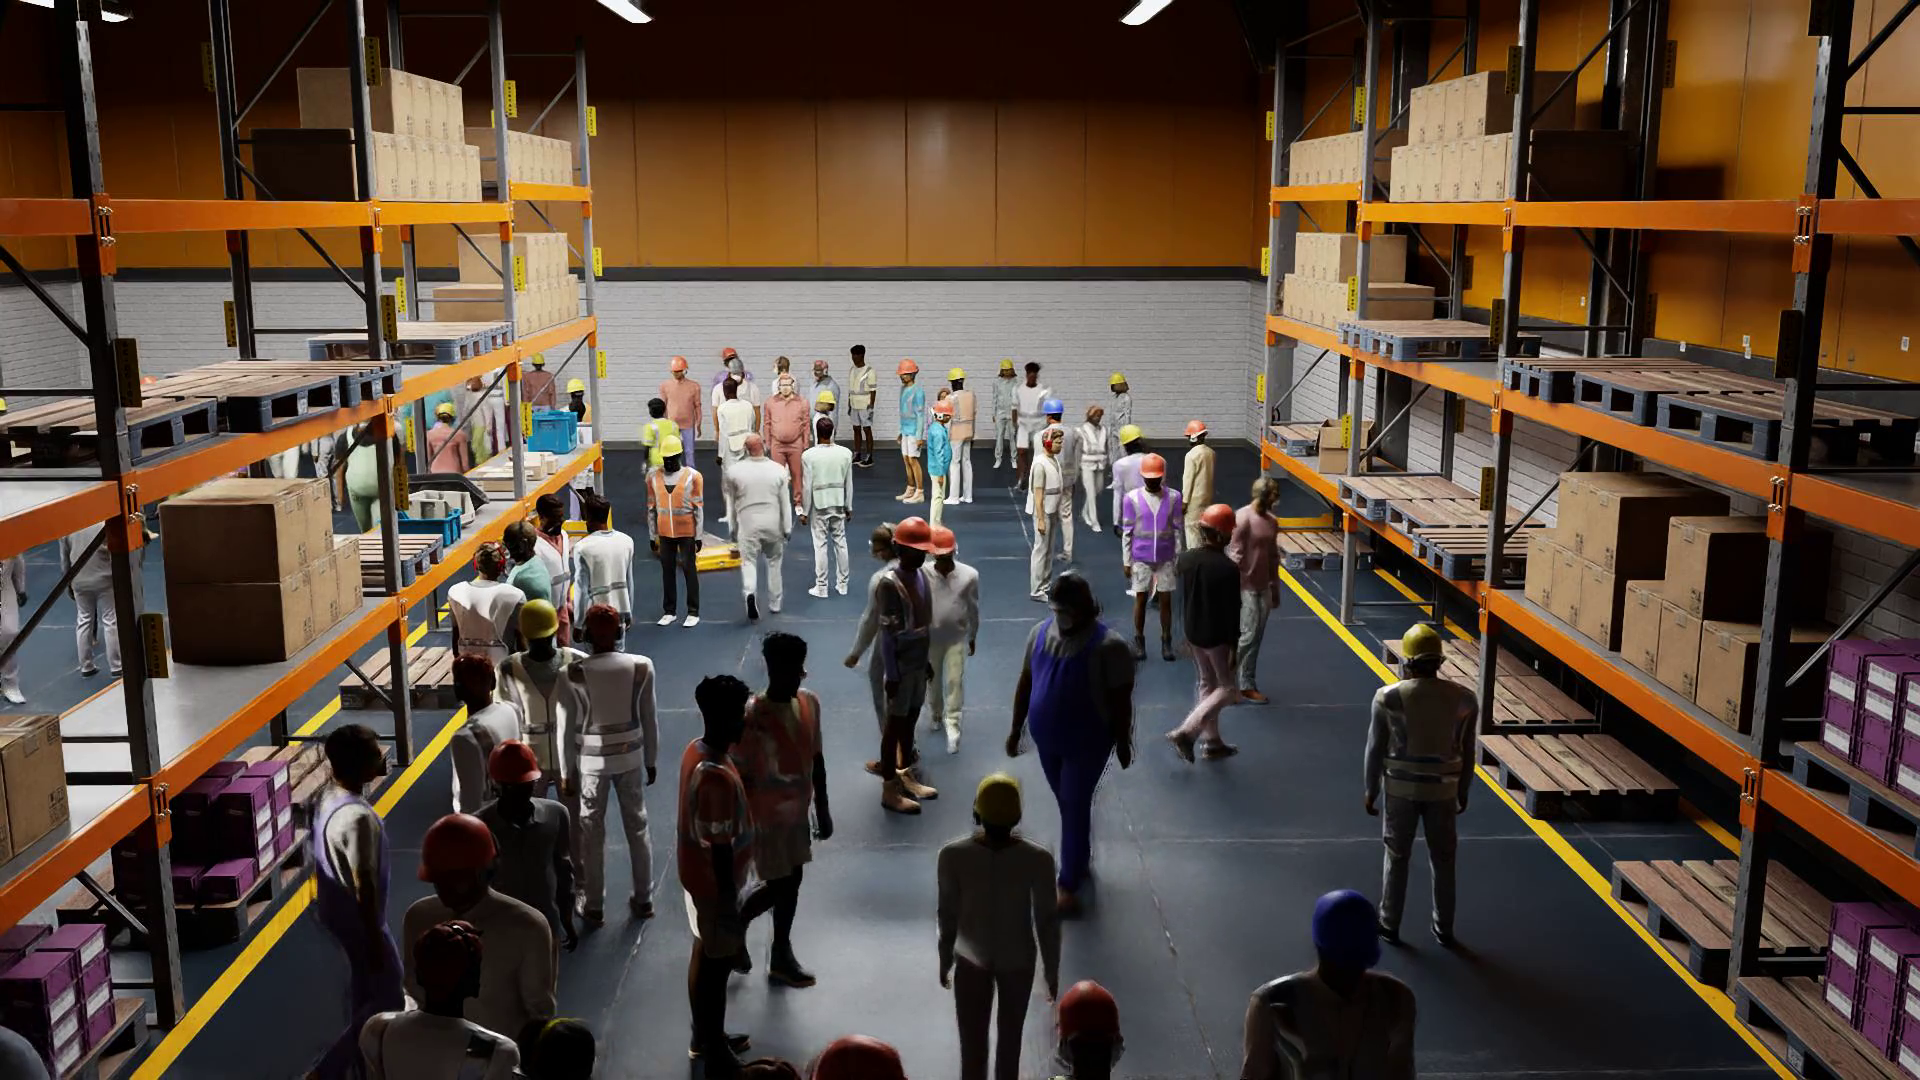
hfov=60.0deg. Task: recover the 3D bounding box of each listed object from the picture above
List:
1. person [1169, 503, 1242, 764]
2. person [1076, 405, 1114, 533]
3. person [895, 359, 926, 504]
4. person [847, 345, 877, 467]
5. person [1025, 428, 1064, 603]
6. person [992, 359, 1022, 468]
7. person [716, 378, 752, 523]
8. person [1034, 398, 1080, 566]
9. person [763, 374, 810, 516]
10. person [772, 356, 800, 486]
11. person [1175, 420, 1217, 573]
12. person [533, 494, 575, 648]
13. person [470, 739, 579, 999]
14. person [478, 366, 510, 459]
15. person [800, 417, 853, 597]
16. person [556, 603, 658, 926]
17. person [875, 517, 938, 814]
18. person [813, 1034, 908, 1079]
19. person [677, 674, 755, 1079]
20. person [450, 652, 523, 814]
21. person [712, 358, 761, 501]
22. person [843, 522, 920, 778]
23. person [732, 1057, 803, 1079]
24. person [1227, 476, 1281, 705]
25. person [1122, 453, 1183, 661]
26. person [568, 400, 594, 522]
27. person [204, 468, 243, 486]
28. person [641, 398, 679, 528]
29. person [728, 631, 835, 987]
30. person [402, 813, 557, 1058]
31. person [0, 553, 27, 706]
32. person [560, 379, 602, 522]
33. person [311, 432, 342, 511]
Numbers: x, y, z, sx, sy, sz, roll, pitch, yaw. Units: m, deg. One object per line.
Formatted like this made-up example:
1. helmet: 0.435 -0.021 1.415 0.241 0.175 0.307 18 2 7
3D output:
1. person: 1.821 0.705 12.255 0.634 1.974 0.632 -7 13 -31
2. person: 1.716 -0.940 21.435 0.525 1.613 0.738 -5 12 -23
3. person: -0.709 -1.512 23.246 0.404 2.034 0.613 -5 12 -24
4. person: -1.593 -2.153 26.634 0.603 1.959 0.380 11 16 44
5. person: 0.897 -0.262 17.469 0.394 1.836 0.561 4 12 20
6. person: 0.747 -2.003 26.426 0.493 1.743 0.295 1 11 7
7. person: -2.959 -1.178 21.857 0.393 1.915 0.591 8 14 34
8. person: 1.105 -0.673 19.263 0.606 1.939 0.410 -6 13 -30
9. person: -2.325 -1.270 22.338 0.643 1.909 0.410 -1 11 -5
10. person: -2.601 -1.783 24.865 0.371 1.930 0.628 5 12 24
11. person: 2.668 -0.487 18.831 0.354 1.738 0.575 9 14 37
12. person: -3.242 0.569 13.129 0.408 1.907 0.598 3 12 13
13. person: -2.002 1.751 7.564 0.567 1.755 0.321 -9 14 -37
14. person: -7.680 -2.271 27.414 0.578 1.882 0.346 4 12 20
15. person: -1.407 -0.347 17.681 0.596 1.917 0.372 -6 13 -29
16. person: -2.022 1.289 9.589 0.580 1.876 0.345 -5 12 -24
17. person: -0.337 0.841 11.418 0.394 2.040 0.610 5 12 25
18. person: -0.194 2.236 4.786 0.620 1.898 0.629 -6 13 -29
19. person: -1.149 1.586 7.872 0.369 1.963 0.608 -4 12 -18
20. person: -2.422 1.492 8.552 0.358 1.881 0.574 2 12 12
21. person: -3.144 -1.562 23.464 0.681 2.000 0.535 -2 11 -8
22. person: -0.553 0.787 12.009 0.505 1.912 0.673 4 12 19
23. person: -0.528 2.327 5.023 0.283 1.628 0.506 6 13 27
24. person: 2.440 0.421 13.844 0.428 1.923 0.670 10 15 40
25. person: 1.754 0.155 15.160 0.549 1.924 0.387 0 11 -1
26. person: -4.822 -0.933 21.172 0.317 1.696 0.540 3 12 15
27. person: -7.271 -0.136 16.592 0.456 1.932 0.659 1 11 5
28. person: -3.849 -0.997 21.511 0.357 1.682 0.593 9 14 37
29. person: -0.974 1.416 8.782 0.502 1.943 0.604 8 14 36
30. person: -1.754 1.935 6.073 0.620 1.986 0.408 3 12 15
31. person: -8.061 0.457 13.752 0.685 1.870 0.808 -10 15 -40
32. person: -4.948 -1.140 21.673 0.588 1.915 0.399 -8 14 -35
33. person: -8.642 -1.217 22.510 0.322 1.737 0.483 2 11 9
